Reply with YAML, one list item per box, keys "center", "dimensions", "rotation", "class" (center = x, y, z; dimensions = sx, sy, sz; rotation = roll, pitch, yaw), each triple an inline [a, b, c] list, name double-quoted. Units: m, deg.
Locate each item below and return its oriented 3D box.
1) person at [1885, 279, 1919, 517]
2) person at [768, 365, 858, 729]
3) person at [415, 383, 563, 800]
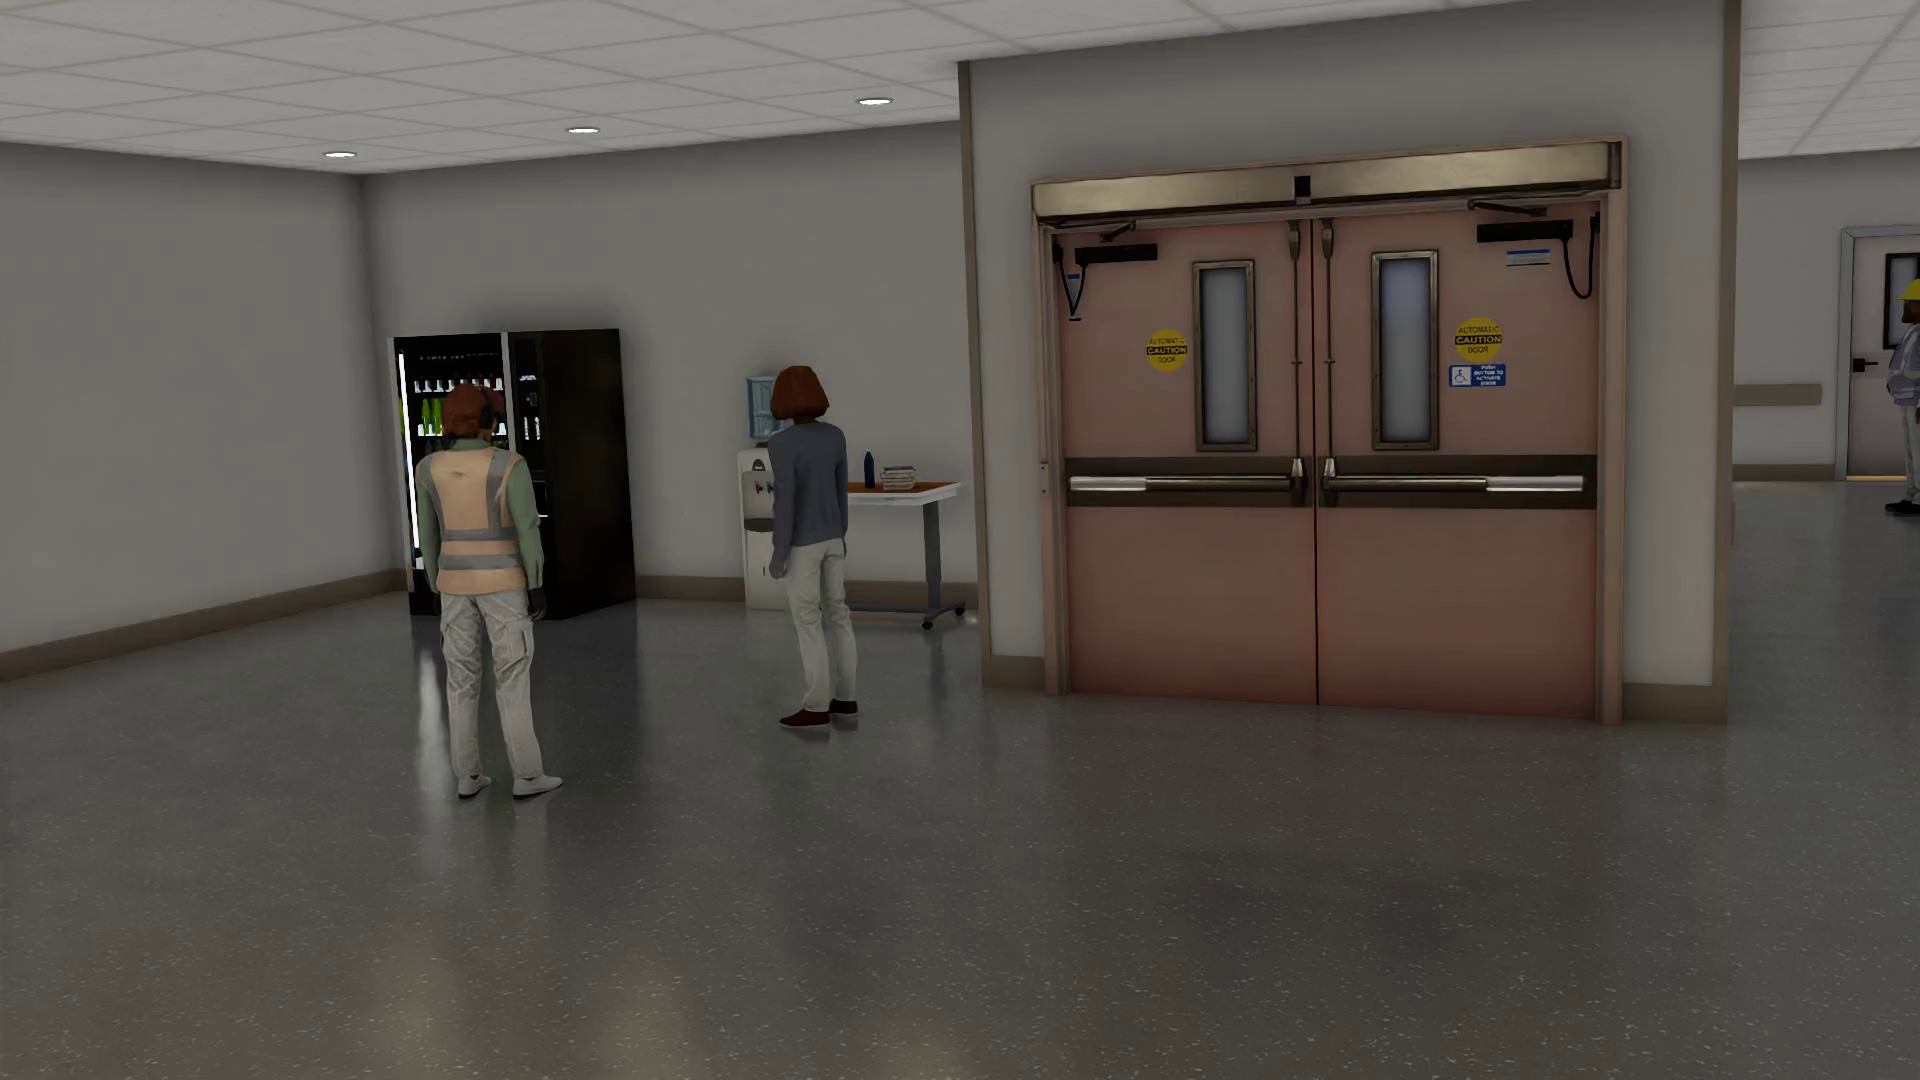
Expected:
- center: [7.417, -1.097, 12.901]
  dimensions: [0.404, 1.836, 0.600]
  rotation: [0, 8, 20]
  class: "person"
- center: [-0.675, 0.031, 7.504]
  dimensions: [0.266, 1.631, 0.507]
  rotation: [3, 9, 34]
  class: "person"
- center: [-1.858, 0.206, 6.508]
  dimensions: [0.514, 1.640, 0.310]
  rotation: [0, 8, 14]
  class: "person"
